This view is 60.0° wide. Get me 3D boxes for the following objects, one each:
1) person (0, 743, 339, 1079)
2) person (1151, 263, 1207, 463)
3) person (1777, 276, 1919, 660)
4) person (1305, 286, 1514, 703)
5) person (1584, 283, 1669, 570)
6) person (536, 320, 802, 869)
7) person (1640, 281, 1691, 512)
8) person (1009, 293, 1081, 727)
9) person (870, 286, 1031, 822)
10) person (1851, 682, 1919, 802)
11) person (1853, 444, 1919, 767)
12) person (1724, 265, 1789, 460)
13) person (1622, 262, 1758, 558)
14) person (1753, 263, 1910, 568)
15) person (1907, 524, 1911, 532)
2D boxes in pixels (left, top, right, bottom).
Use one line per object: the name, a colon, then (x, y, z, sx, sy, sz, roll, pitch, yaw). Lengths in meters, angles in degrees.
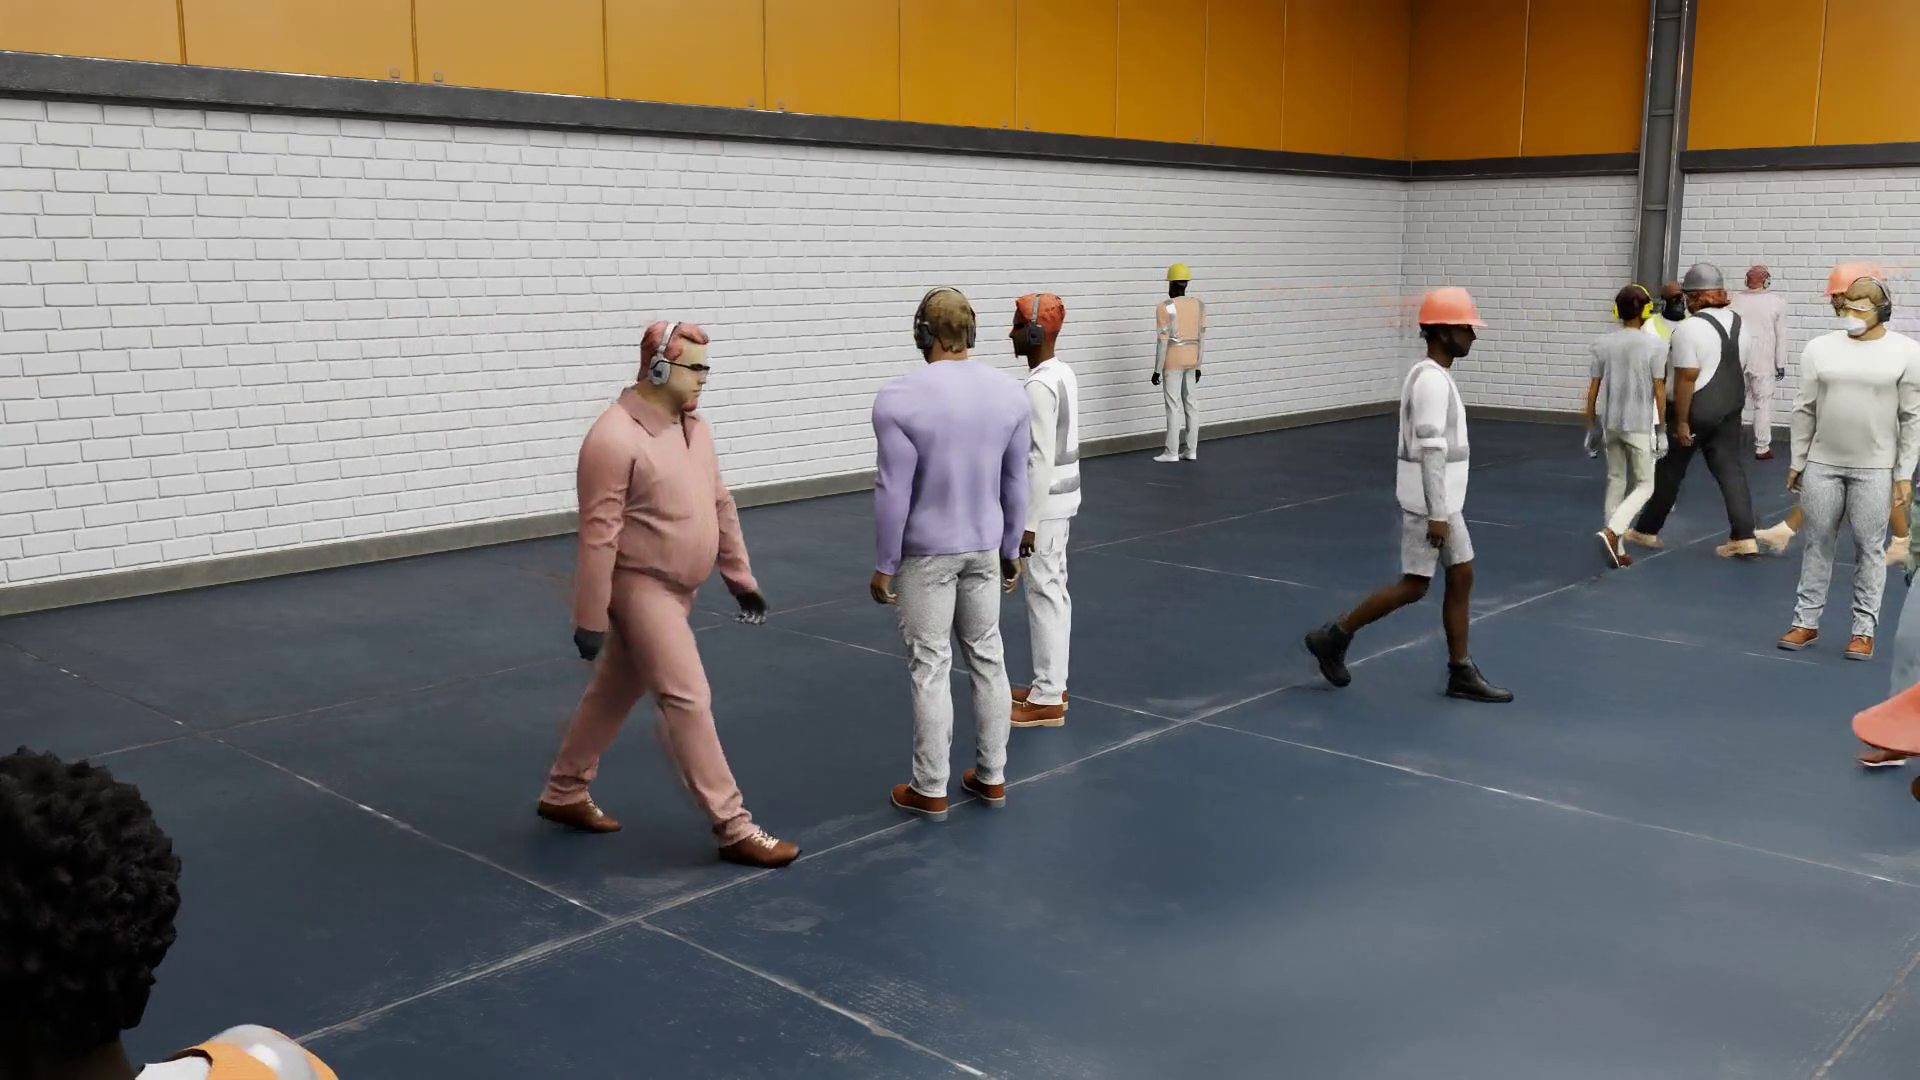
person: (-0.687, 0.999, 1.398, 0.319, 1.695, 0.539, 3, 10, 16)
person: (2.108, -1.705, 16.112, 0.585, 1.928, 0.369, -6, 12, -32)
person: (4.531, -0.362, 8.449, 0.627, 1.934, 0.370, 10, 14, 44)
person: (2.090, -0.202, 7.610, 0.875, 1.914, 0.550, 4, 11, 21)
person: (4.240, -0.700, 10.611, 0.581, 1.851, 0.538, -9, 14, -42)
person: (-1.052, 0.180, 5.660, 1.030, 1.850, 0.650, 3, 10, 15)
person: (5.689, -1.172, 13.393, 0.621, 1.818, 0.821, 0, 10, -1)
person: (0.345, -0.126, 7.251, 0.352, 1.883, 0.575, 2, 10, 11)
person: (-0.038, 0.054, 6.065, 0.636, 1.936, 0.355, -6, 12, -30)
person: (0.924, 0.915, 1.333, 1.012, 1.892, 0.545, 7, 12, 34)
person: (3.872, 0.138, 6.499, 0.719, 1.602, 0.535, -5, 11, -28)
person: (7.824, -1.749, 16.420, 0.637, 1.911, 0.403, 8, 13, 38)
person: (5.050, -0.911, 11.268, 0.688, 2.000, 1.027, -4, 11, -22)
person: (5.772, -0.806, 10.854, 1.093, 1.969, 0.625, 4, 11, 23)
person: (7.098, -0.917, 11.929, 0.403, 1.826, 0.593, -2, 10, -12)
